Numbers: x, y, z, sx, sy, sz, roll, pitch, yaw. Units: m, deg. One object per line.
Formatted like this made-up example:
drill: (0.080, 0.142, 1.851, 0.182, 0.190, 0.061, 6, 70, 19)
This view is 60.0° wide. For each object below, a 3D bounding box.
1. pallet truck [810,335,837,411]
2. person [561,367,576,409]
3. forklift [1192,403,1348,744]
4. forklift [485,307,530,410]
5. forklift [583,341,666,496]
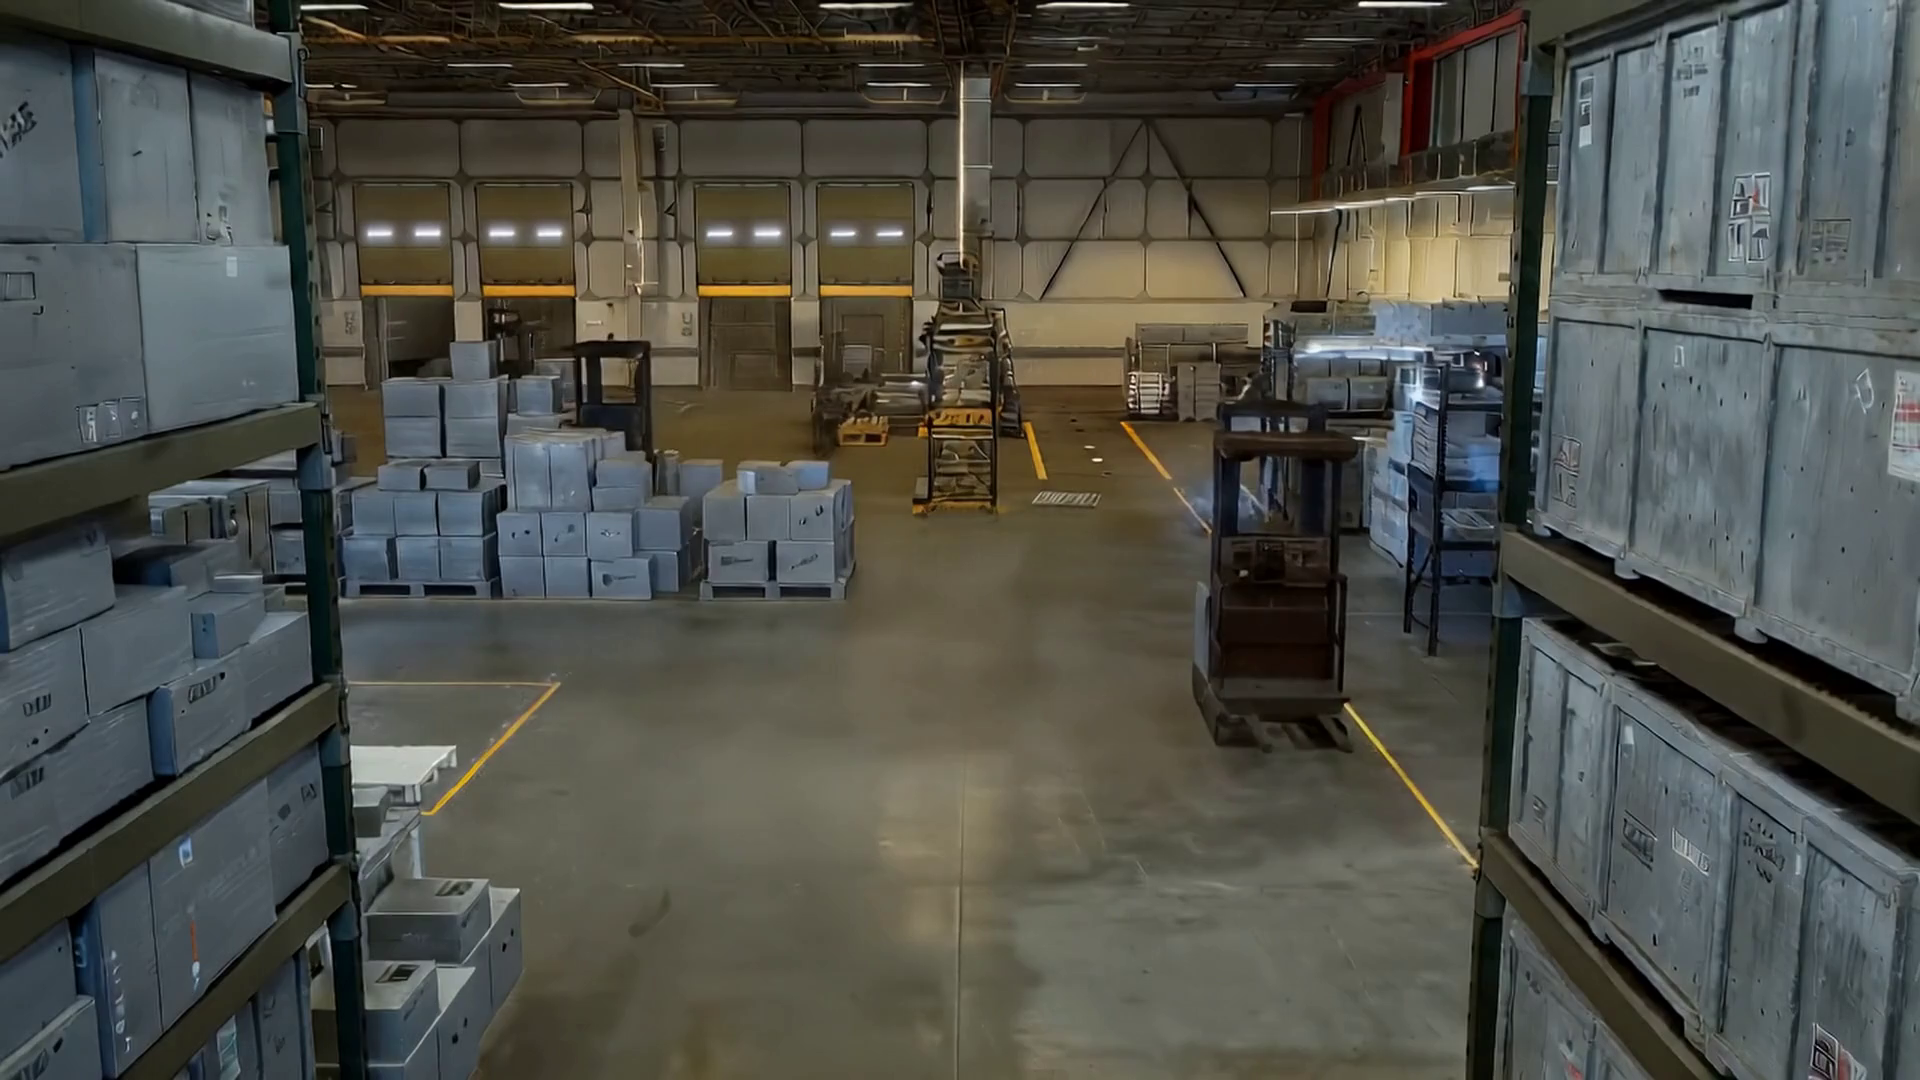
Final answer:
pallet truck: (-3.021, -4.312, 43.126, 1.885, 1.965, 0.823, 3, 10, 17)
person: (-8.379, -2.904, 35.907, 0.709, 1.668, 0.558, 5, 11, 29)
forklift: (2.697, 0.191, 14.600, 1.129, 2.768, 1.873, 0, 10, 1)
forklift: (-10.754, -4.150, 39.646, 1.129, 2.768, 1.873, 0, 10, 1)
forklift: (-5.078, -1.578, 24.804, 1.129, 2.768, 1.873, 0, 10, 1)
